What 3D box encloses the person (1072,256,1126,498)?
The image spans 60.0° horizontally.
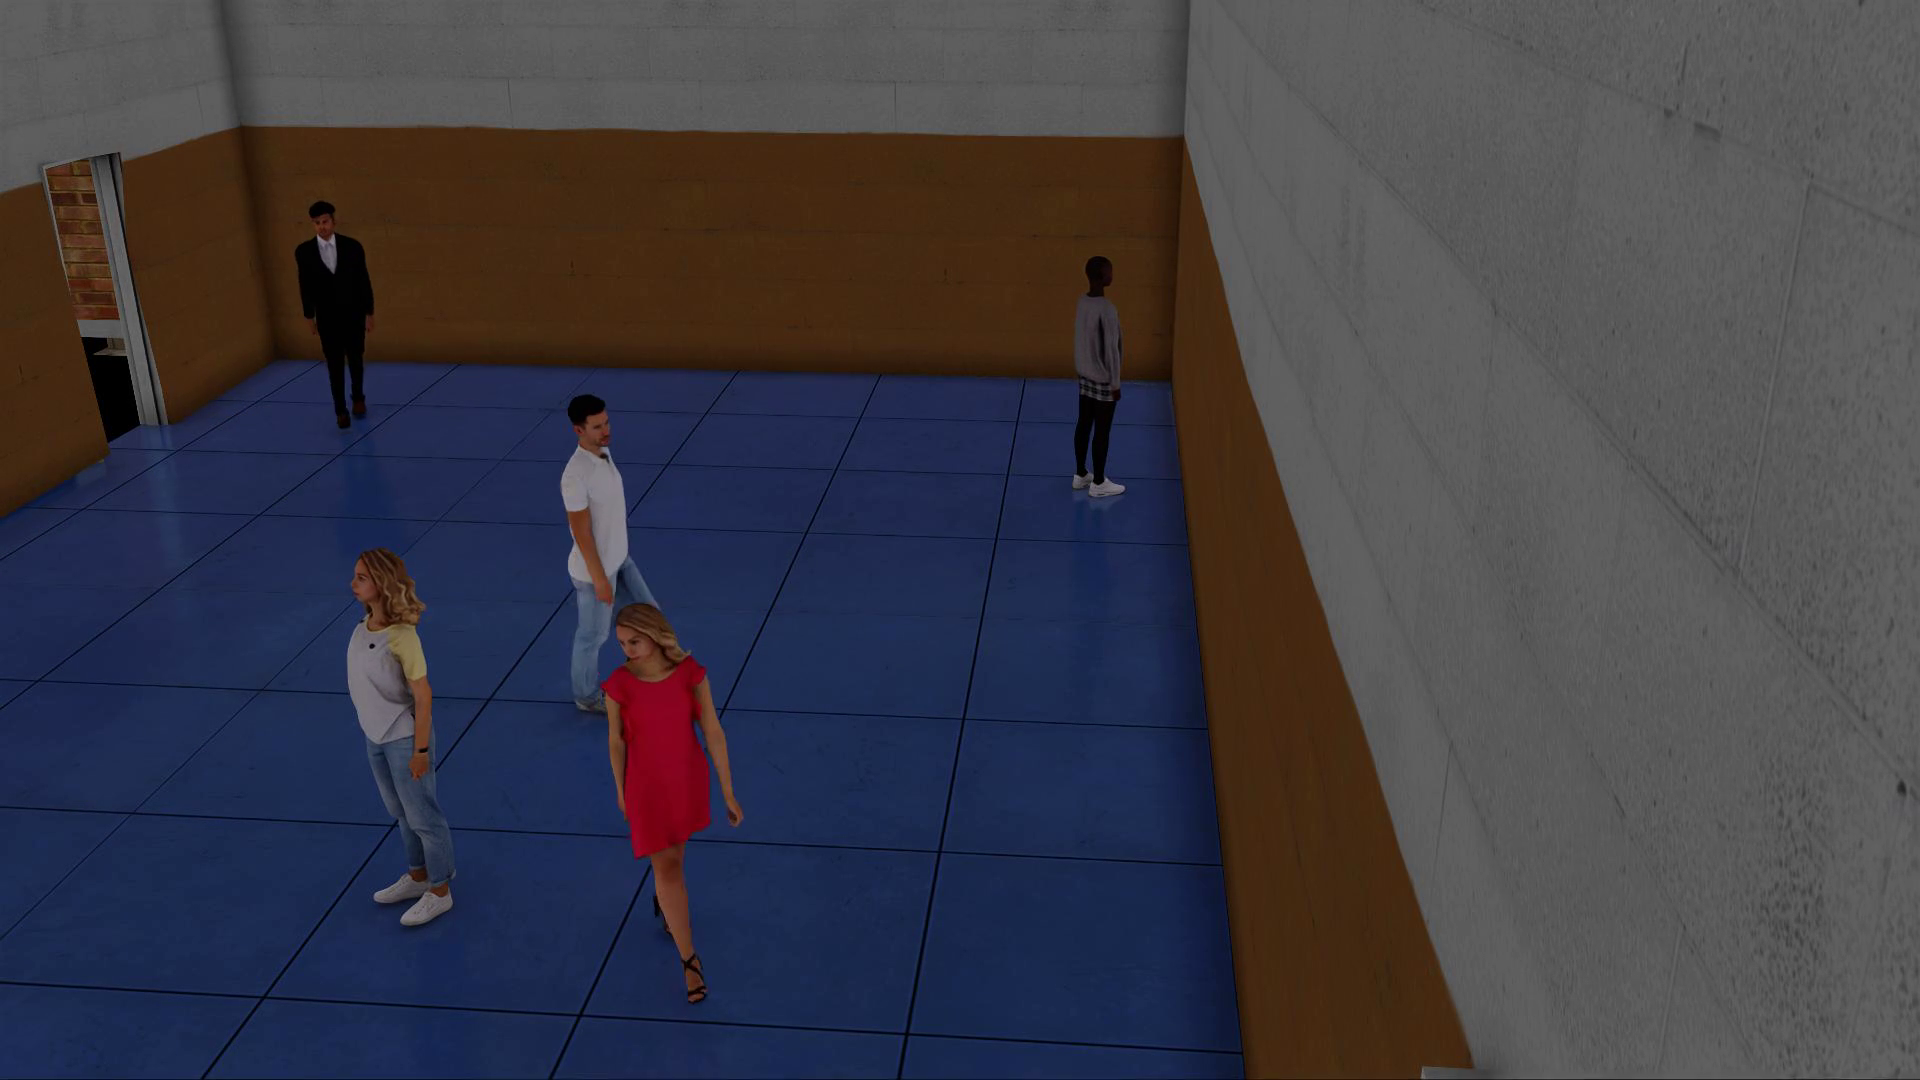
[{"bbox_3d":[0.991,-1.198,12.145,0.728,1.772,0.700,-13,25,-29],"label":"person"}]

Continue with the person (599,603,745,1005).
[{"bbox_3d":[-1.229,0.977,6.855,1.034,1.680,0.992,-11,25,-26],"label":"person"}]

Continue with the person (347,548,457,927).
[{"bbox_3d":[-2.392,0.835,7.130,0.768,1.723,0.692,-20,29,-41],"label":"person"}]

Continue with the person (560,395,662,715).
[{"bbox_3d":[-1.984,0.115,8.801,0.872,1.830,0.702,3,22,7],"label":"person"}]

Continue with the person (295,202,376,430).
[{"bbox_3d":[-5.111,-1.884,13.772,1.183,1.833,1.078,-8,23,-19],"label":"person"}]
